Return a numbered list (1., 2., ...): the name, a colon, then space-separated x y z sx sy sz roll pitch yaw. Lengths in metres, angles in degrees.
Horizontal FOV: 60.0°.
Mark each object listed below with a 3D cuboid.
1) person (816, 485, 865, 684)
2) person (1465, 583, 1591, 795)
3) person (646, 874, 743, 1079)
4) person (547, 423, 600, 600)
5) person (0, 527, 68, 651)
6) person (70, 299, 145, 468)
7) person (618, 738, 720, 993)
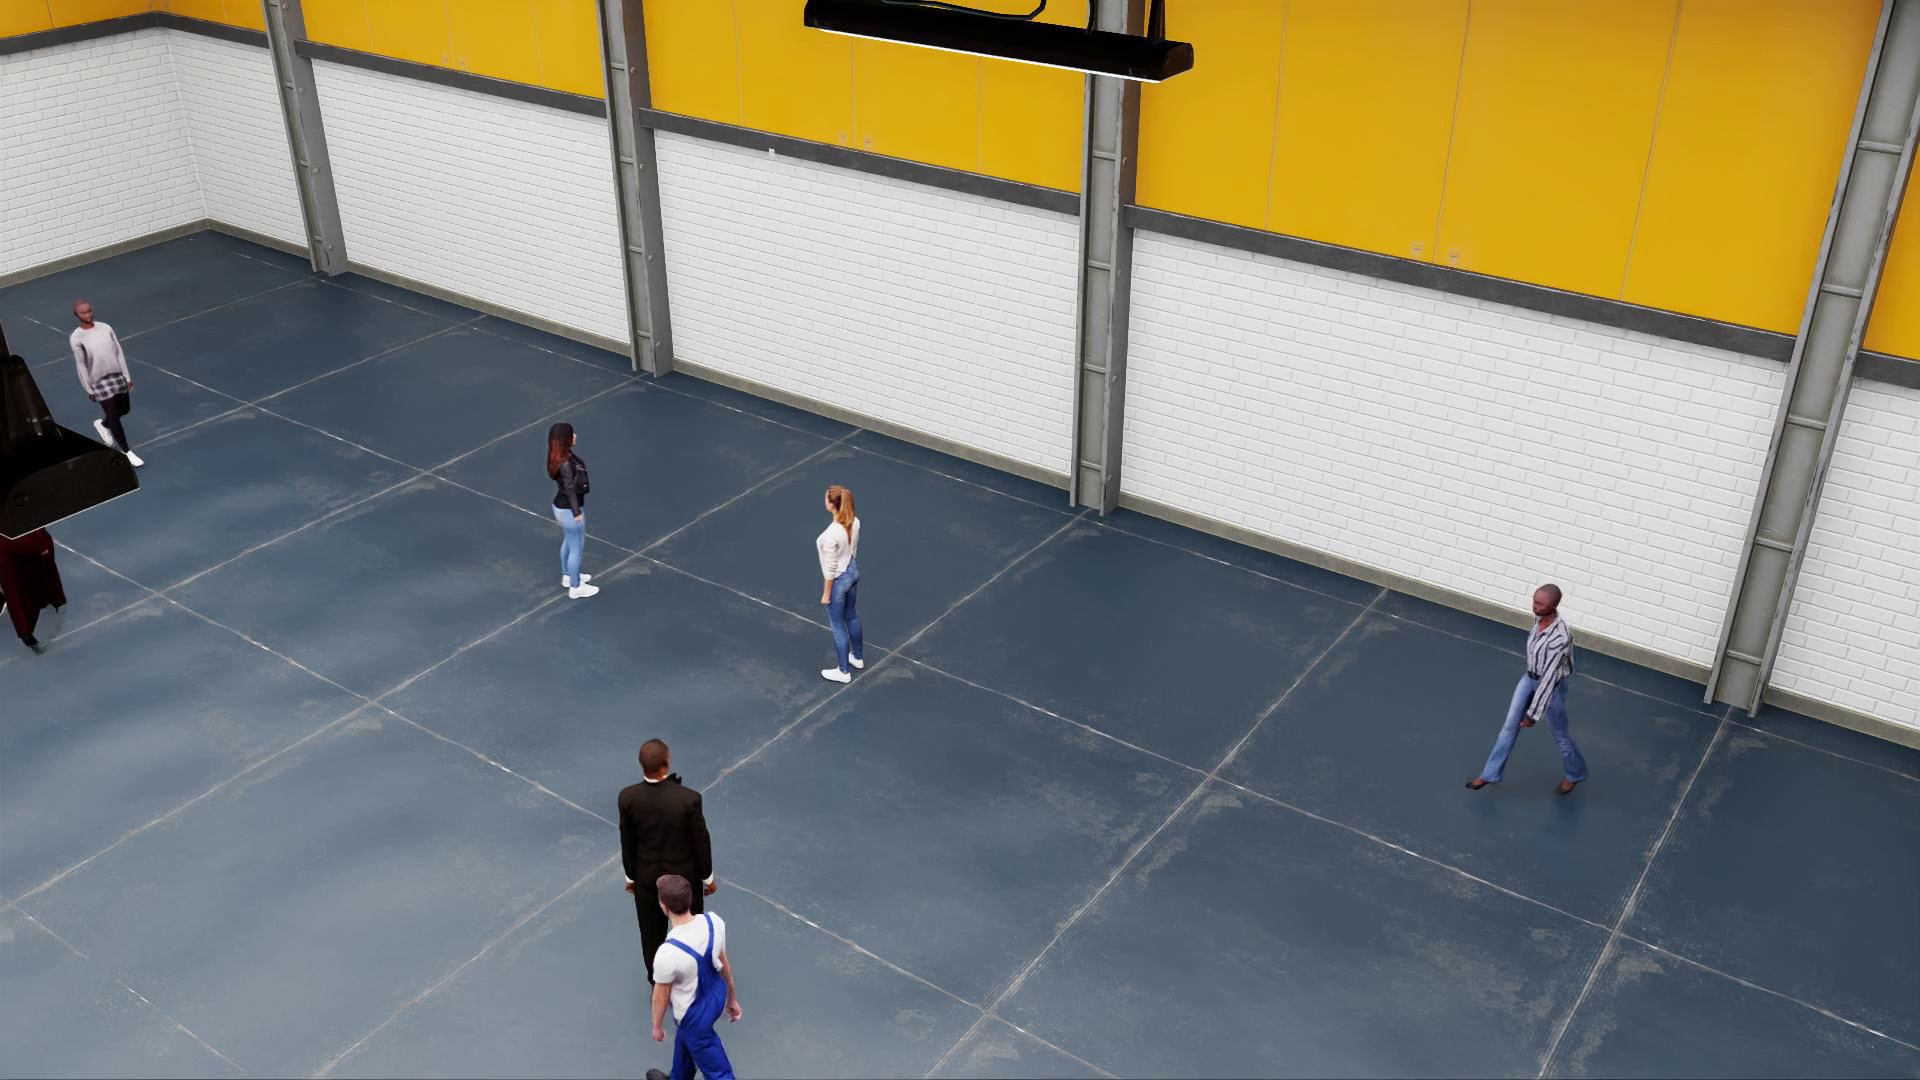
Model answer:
1. person: -0.953 0.341 13.376 0.560 1.719 0.643 14 31 23
2. person: 4.271 1.110 11.939 1.193 1.746 1.143 -6 29 -10
3. person: -1.368 2.650 9.060 1.214 1.800 0.626 21 35 33
4. person: -3.423 -0.270 14.589 0.769 1.630 0.671 -11 30 -19
5. person: -7.836 0.113 13.807 1.075 1.707 1.179 -7 29 -13
6. person: -8.740 -1.632 16.954 1.030 1.758 0.649 17 33 28
7. person: -1.780 2.023 10.100 0.760 1.904 0.864 0 29 0
